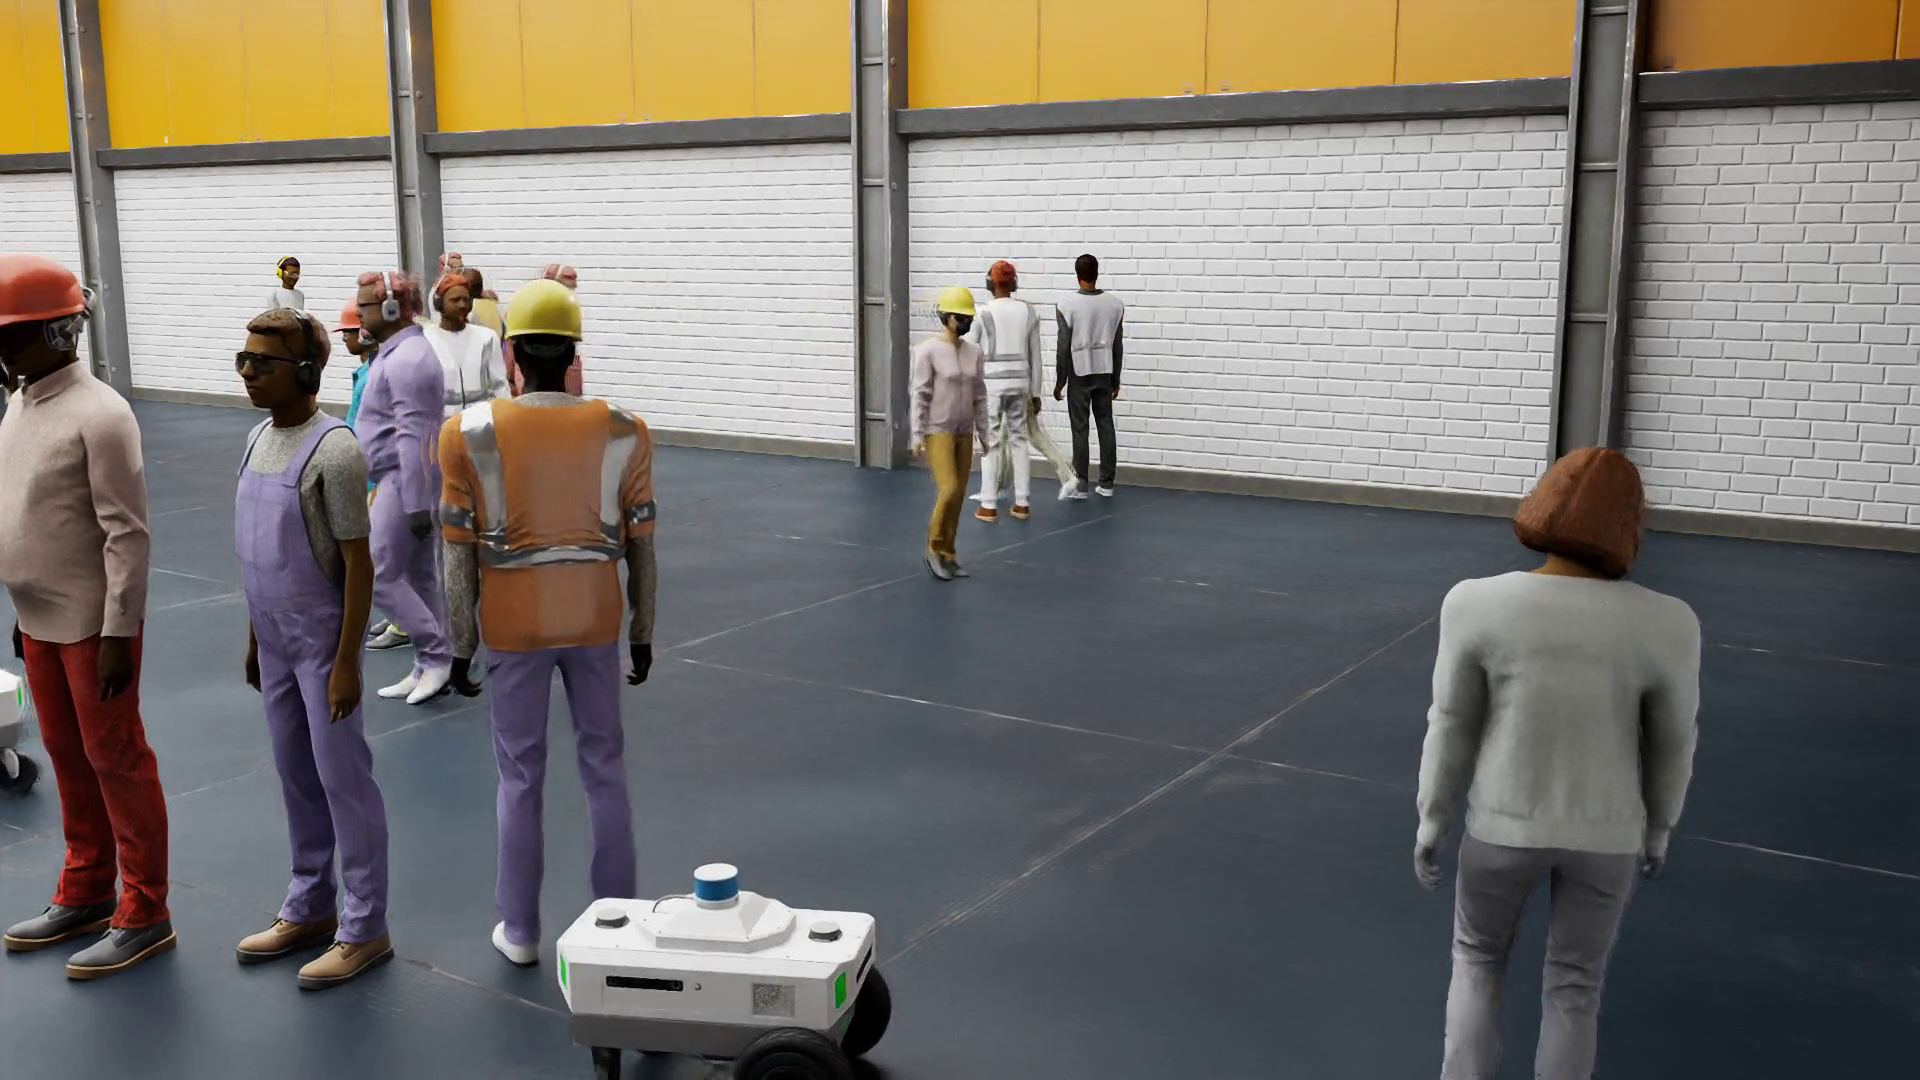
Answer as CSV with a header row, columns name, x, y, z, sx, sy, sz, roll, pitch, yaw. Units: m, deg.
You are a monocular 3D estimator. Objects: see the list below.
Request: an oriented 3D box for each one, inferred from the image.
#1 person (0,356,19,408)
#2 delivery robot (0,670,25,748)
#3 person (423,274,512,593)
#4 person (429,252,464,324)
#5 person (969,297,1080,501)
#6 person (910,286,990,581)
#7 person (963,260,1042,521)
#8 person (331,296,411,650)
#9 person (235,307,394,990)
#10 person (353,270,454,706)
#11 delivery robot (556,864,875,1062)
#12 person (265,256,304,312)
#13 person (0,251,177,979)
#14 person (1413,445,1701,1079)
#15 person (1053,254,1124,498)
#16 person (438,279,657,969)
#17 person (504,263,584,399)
name,x,y,z,sx,sy,sz,roll,pitch,yaw
person,-11.605,-2.439,20.176,0.534,1.668,0.728,-2,10,-10
delivery robot,-3.766,0.637,5.957,0.477,0.478,0.707,8,13,39
person,-2.907,-0.626,9.705,0.608,1.824,1.027,-7,13,-35
person,-4.810,-1.775,15.838,0.403,1.906,0.651,-2,10,-10
person,0.519,-1.075,12.827,0.836,1.596,0.505,2,11,13
person,-0.040,-0.621,9.869,0.557,1.752,0.448,-9,14,-42
person,0.274,-1.072,12.017,0.674,1.879,0.346,-4,11,-23
person,-2.899,-0.332,8.266,0.342,1.748,0.573,-3,11,-17
person,-1.792,0.293,4.548,0.507,1.847,0.345,8,13,36
person,-2.430,-0.213,7.216,0.421,1.891,0.658,-3,11,-15
delivery robot,-0.571,1.007,3.912,0.707,0.478,0.477,1,10,8
person,-6.525,-1.829,16.259,0.327,1.865,0.519,3,11,17
person,-2.464,0.210,4.603,0.609,1.991,0.388,7,13,36
person,1.215,0.608,3.423,0.532,1.616,0.326,3,11,18
person,1.014,-1.276,13.059,0.590,1.913,0.397,-4,11,-23
person,-1.151,0.234,4.704,0.591,1.915,0.429,-4,11,-23
person,-2.948,-1.010,11.740,0.798,1.866,0.407,7,13,35
